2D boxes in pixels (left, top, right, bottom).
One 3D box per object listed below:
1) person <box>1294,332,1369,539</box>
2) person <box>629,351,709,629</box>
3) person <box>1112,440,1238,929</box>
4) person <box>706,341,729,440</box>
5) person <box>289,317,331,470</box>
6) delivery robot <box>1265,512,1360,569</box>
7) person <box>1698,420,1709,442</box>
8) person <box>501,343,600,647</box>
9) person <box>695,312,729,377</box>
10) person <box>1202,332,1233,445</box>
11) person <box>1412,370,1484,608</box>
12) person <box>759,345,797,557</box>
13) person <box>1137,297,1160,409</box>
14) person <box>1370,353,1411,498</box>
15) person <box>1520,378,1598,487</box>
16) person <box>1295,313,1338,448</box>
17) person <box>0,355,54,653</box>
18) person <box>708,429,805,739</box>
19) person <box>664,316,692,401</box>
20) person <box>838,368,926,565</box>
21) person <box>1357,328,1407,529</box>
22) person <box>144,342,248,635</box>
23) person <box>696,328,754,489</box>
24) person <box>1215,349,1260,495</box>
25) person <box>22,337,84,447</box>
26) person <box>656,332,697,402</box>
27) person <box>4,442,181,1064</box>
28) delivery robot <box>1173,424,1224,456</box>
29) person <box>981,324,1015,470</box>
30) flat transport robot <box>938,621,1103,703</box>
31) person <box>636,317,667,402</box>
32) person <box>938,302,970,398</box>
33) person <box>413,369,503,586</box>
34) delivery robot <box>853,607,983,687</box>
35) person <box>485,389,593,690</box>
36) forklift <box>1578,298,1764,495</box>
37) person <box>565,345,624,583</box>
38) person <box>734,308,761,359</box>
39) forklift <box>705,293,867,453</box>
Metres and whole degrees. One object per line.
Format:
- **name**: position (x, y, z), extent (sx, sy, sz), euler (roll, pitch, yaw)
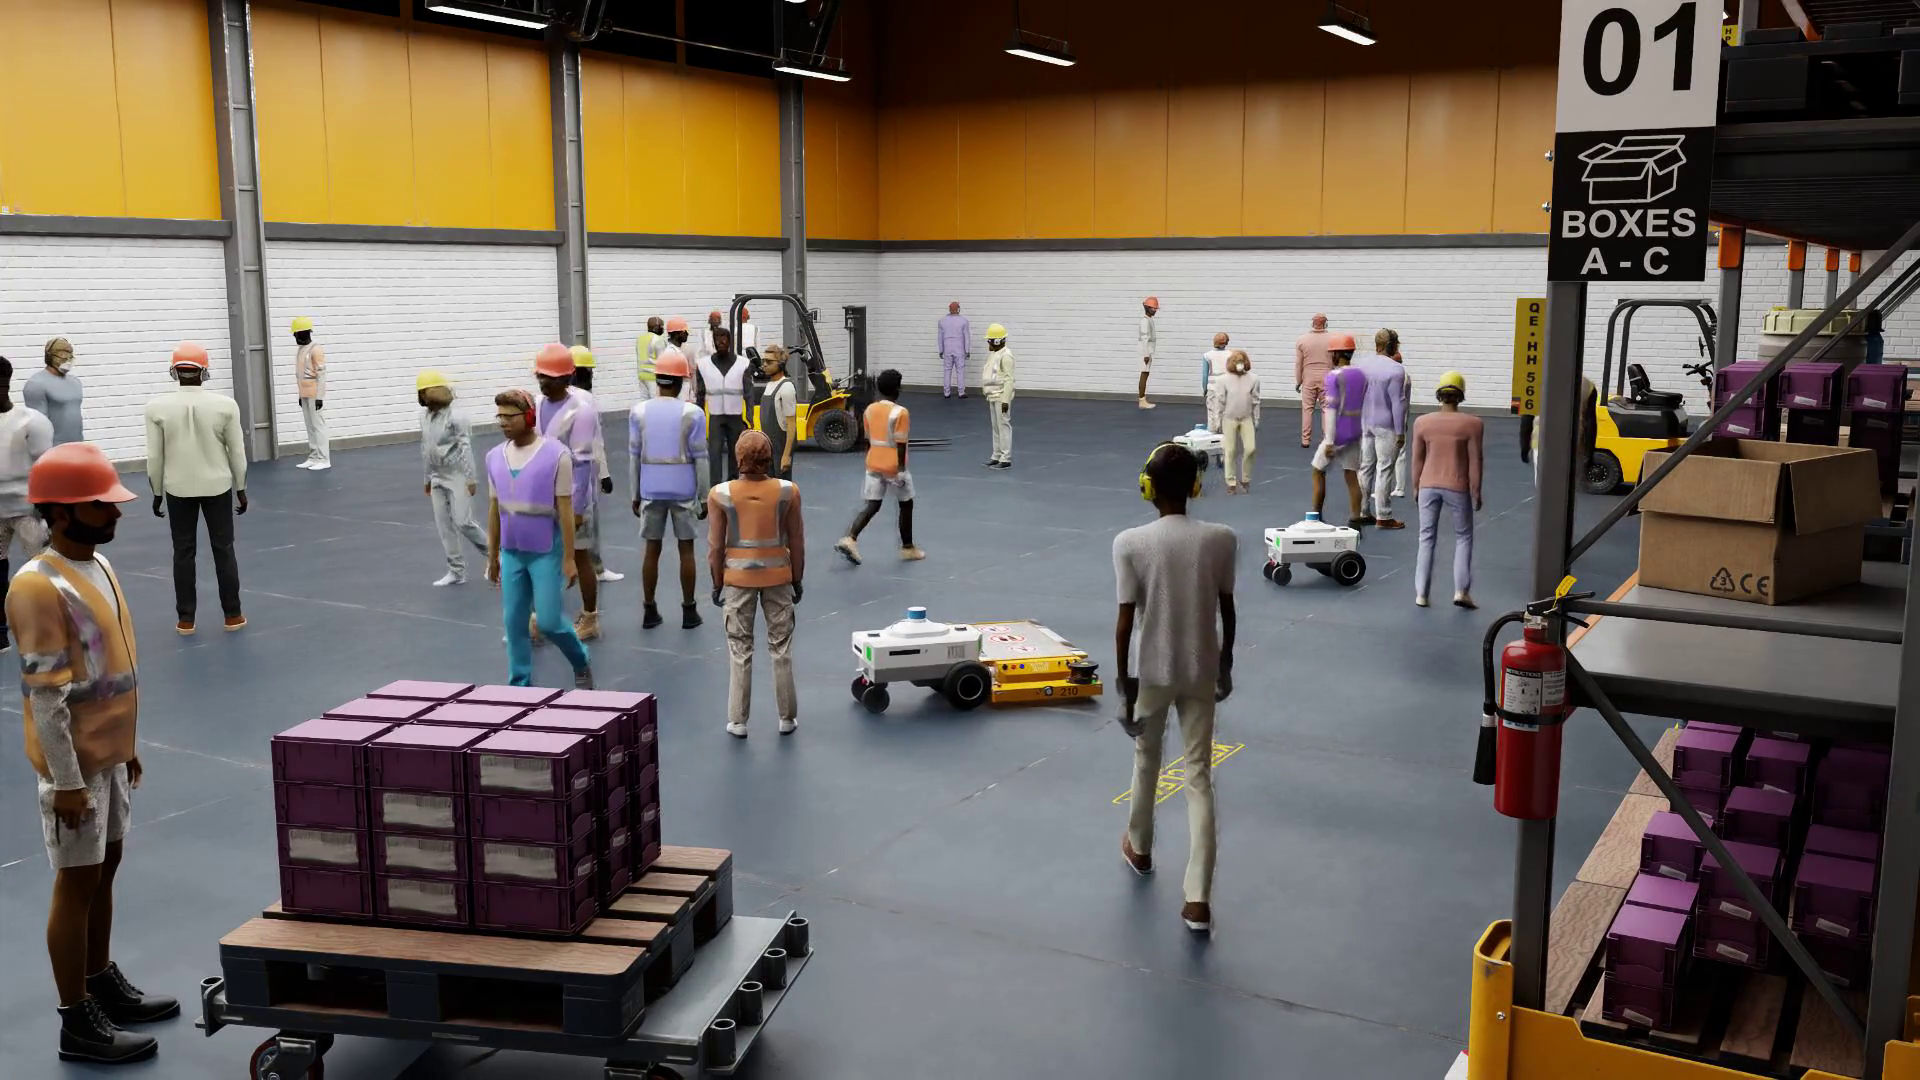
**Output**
- **person**: position (3.470, -0.981, 15.538), extent (0.556, 1.906, 0.830), euler (-6, 11, -34)
- **person**: position (-2.005, -0.342, 11.508), extent (0.553, 1.928, 0.390), euler (1, 9, 5)
- **person**: position (0.837, 0.528, 6.450), extent (0.516, 1.818, 0.994), euler (0, 9, -1)
- **person**: position (-3.418, -2.257, 24.477), extent (0.696, 1.609, 0.507), euler (-4, 10, -25)
- **person**: position (-8.152, -1.831, 20.829), extent (0.385, 1.917, 0.593), euler (-9, 13, -43)
- **delivery robot**: position (2.797, 0.020, 13.229), extent (0.707, 0.478, 0.477), euler (-1, 9, -7)
- **person**: position (5.948, -0.397, 12.899), extent (0.588, 1.586, 0.835), euler (3, 10, 17)
- **person**: position (-2.661, -0.267, 10.787), extent (0.641, 2.005, 0.845), euler (8, 12, 39)
- **person**: position (-4.107, -2.896, 27.784), extent (0.598, 1.831, 1.033), euler (1, 9, 5)
- **person**: position (3.652, -2.093, 23.335), extent (0.511, 1.640, 0.308), euler (3, 10, 19)
- **person**: position (3.586, -0.369, 12.279), extent (0.530, 1.756, 0.417), euler (5, 11, 31)
- **person**: position (-1.588, -0.767, 14.417), extent (0.338, 1.845, 0.514), euler (-5, 10, -28)
- **person**: position (3.432, -3.399, 30.260), extent (0.404, 2.033, 0.608), euler (2, 9, 12)
- **person**: position (4.697, -1.263, 18.154), extent (0.523, 1.638, 0.310), euler (-5, 10, -27)
- **person**: position (5.401, -0.838, 15.054), extent (0.647, 1.787, 0.978), euler (3, 10, 18)
- **person**: position (5.039, -2.238, 23.407), extent (0.638, 1.910, 0.407), euler (2, 9, 15)
- **person**: position (-6.044, -0.210, 10.606), extent (0.628, 1.965, 0.386), euler (1, 9, 8)
- **person**: position (-1.070, 0.237, 8.794), extent (0.510, 1.640, 0.308), euler (-2, 9, -12)
- **person**: position (-3.391, -1.718, 20.051), extent (0.348, 1.942, 0.548), euler (0, 9, -2)
- **person**: position (-0.664, -0.614, 14.010), extent (0.535, 1.667, 0.804), euler (9, 13, 44)
- **person**: position (4.058, -1.072, 16.028), extent (0.357, 1.938, 0.638), euler (-5, 10, -27)
- **person**: position (-5.193, -0.351, 11.353), extent (0.622, 1.994, 0.381), euler (-4, 10, -22)
- **person**: position (-2.466, -1.282, 17.522), extent (0.601, 1.876, 0.961), euler (-2, 9, -9)
- **person**: position (3.084, -1.299, 18.443), extent (0.513, 1.621, 0.400), euler (0, 9, -1)
- **person**: position (-7.424, -0.702, 13.747), extent (0.375, 1.933, 0.627), euler (1, 9, 5)
- **person**: position (-3.996, -2.137, 23.356), extent (0.541, 1.708, 0.921), euler (1, 9, 6)
- **person**: position (-2.721, 0.658, 5.231), extent (0.360, 1.939, 0.543), euler (-2, 9, -10)
- **delivery robot**: position (3.006, -1.211, 20.909), extent (0.707, 0.478, 0.477), euler (-9, 13, -43)
- **person**: position (0.481, -1.792, 20.871), extent (0.404, 1.827, 0.590), euler (-3, 9, -16)
- **flat transport robot**: position (0.320, 0.708, 10.111), extent (0.652, 0.197, 1.431), euler (-2, 9, -15)
- **person**: position (-4.492, -2.347, 24.361), extent (0.435, 1.831, 0.633), euler (-8, 12, -42)
- **person**: position (-0.103, -3.741, 32.788), extent (0.651, 1.906, 0.403), euler (3, 10, 17)
- **person**: position (-3.986, -0.486, 13.068), extent (0.506, 1.721, 0.568), euler (6, 11, 33)
- **delivery robot**: position (-0.244, 0.625, 9.454), extent (0.707, 0.478, 0.477), euler (-3, 10, -18)
- **person**: position (-2.343, 0.076, 9.193), extent (0.618, 1.828, 0.615), euler (4, 10, 26)
- **forklift**: position (7.954, -1.589, 18.462), extent (2.313, 2.155, 1.214), euler (5, 11, 30)
- **person**: position (-3.038, -0.561, 12.956), extent (0.817, 1.903, 0.581), euler (-7, 11, -37)
- **person**: position (-3.671, -3.028, 28.404), extent (0.573, 1.885, 0.357), euler (-6, 11, -34)
- **forklift**: position (-2.458, -2.344, 23.176), extent (2.313, 2.155, 1.214), euler (0, 9, -2)
